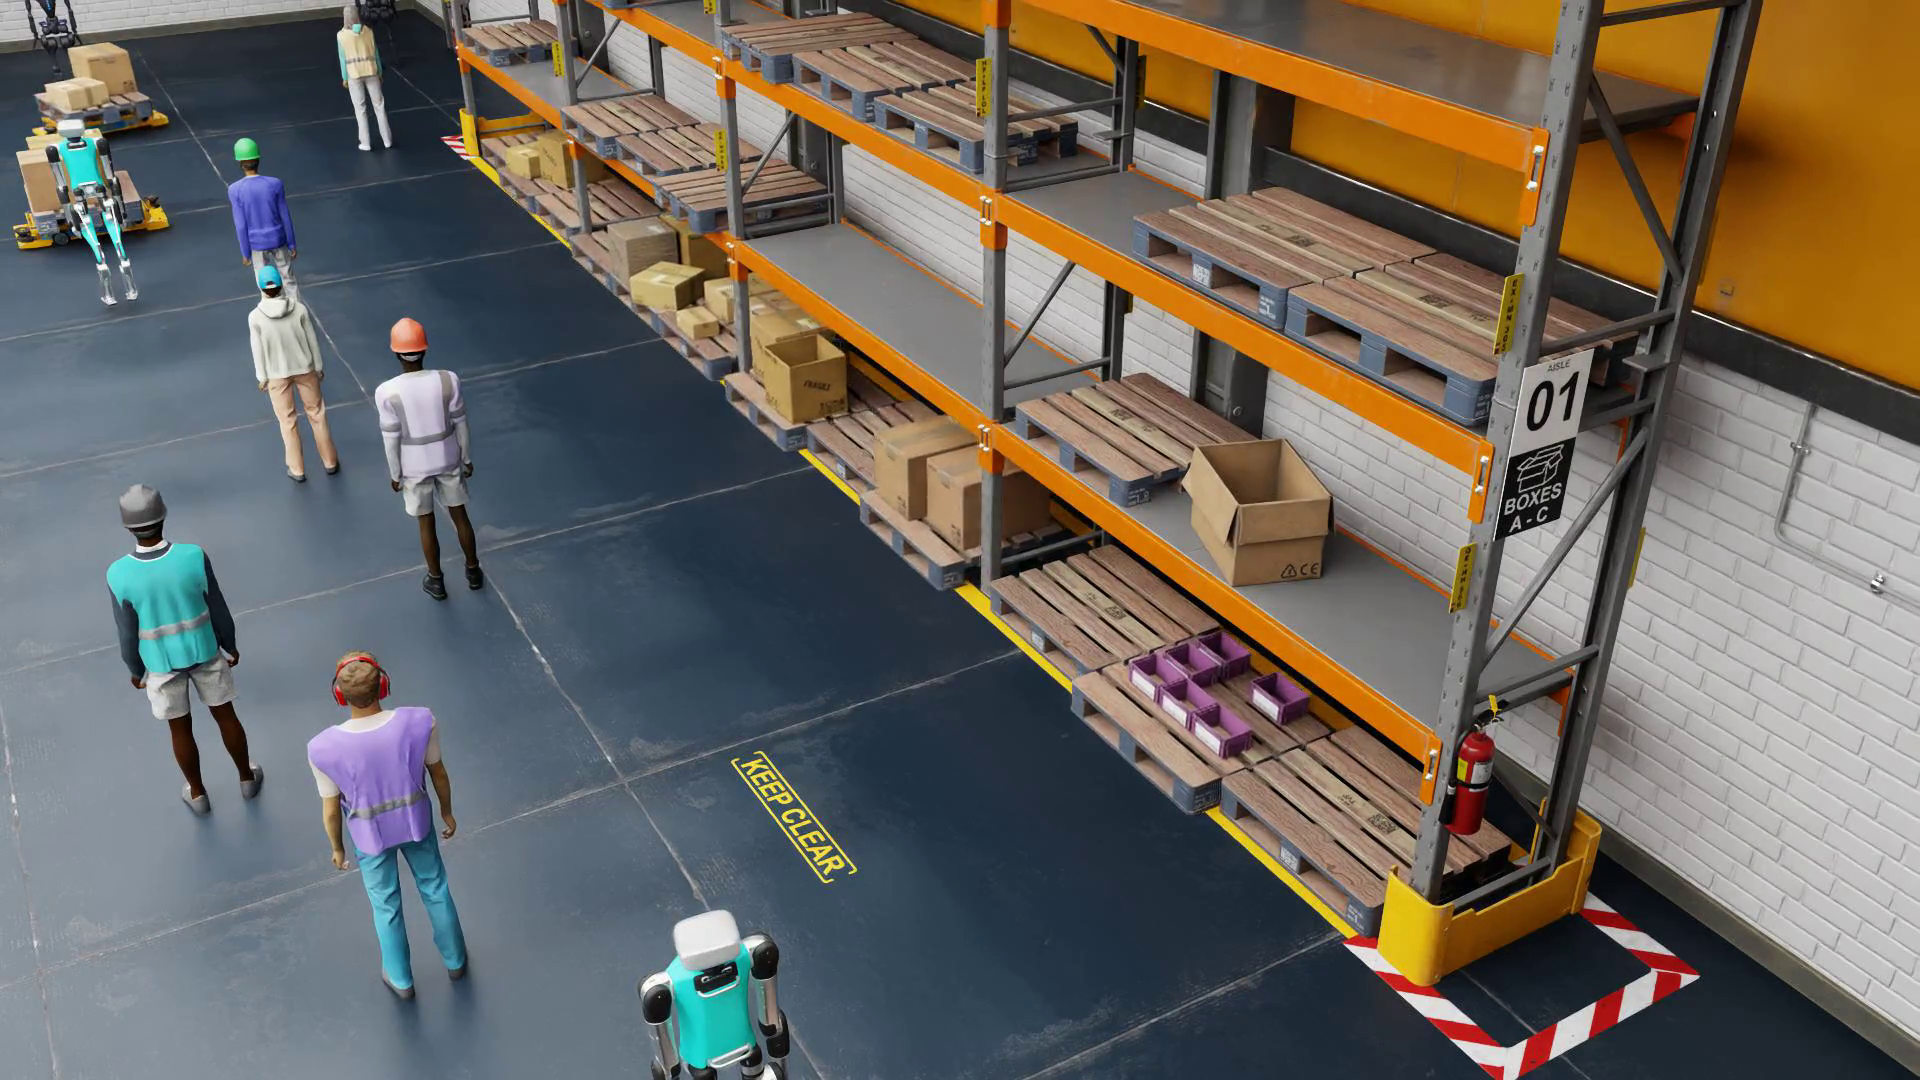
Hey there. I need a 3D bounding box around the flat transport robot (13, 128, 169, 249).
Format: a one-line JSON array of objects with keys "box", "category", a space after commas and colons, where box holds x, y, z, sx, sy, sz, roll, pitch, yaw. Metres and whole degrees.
[{"box": [-9.181, -3.358, 17.560, 1.431, 0.231, 0.659, -16, 33, -26], "category": "flat transport robot"}]

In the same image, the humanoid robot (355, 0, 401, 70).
[{"box": [-8.230, -7.505, 23.440, 0.599, 1.655, 0.315, -16, 33, -26], "category": "humanoid robot"}]

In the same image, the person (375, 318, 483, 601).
[{"box": [-3.468, -0.523, 10.864, 0.550, 1.934, 0.373, -16, 33, -26], "category": "person"}]

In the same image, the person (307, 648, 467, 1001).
[{"box": [-2.610, 1.342, 7.666, 0.568, 1.840, 0.373, -16, 33, -26], "category": "person"}]

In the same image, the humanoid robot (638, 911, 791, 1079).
[{"box": [-0.782, 2.188, 6.146, 0.533, 1.675, 0.735, -16, 33, -26], "category": "humanoid robot"}]

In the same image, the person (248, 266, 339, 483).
[{"box": [-4.989, -1.238, 12.389, 0.475, 1.673, 0.381, -16, 33, -26], "category": "person"}]

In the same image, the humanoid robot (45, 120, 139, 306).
[{"box": [-7.889, -2.948, 15.210, 0.533, 1.677, 0.735, -16, 33, -26], "category": "humanoid robot"}]

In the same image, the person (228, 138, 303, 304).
[{"box": [-6.073, -2.590, 14.581, 0.468, 1.869, 0.361, -16, 33, -26], "category": "person"}]

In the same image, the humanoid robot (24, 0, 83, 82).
[{"box": [-11.987, -6.704, 22.025, 0.599, 1.657, 0.315, -16, 33, -26], "category": "humanoid robot"}]

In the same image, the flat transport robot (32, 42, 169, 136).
[{"box": [-10.807, -5.251, 20.902, 1.431, 0.231, 0.659, -25, 38, -37], "category": "flat transport robot"}]

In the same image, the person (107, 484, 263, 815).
[{"box": [-4.151, 0.602, 8.876, 0.565, 1.936, 0.433, -16, 33, -26], "category": "person"}]

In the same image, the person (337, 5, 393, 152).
[{"box": [-7.142, -5.519, 19.911, 0.473, 1.708, 0.365, -16, 33, -26], "category": "person"}]
